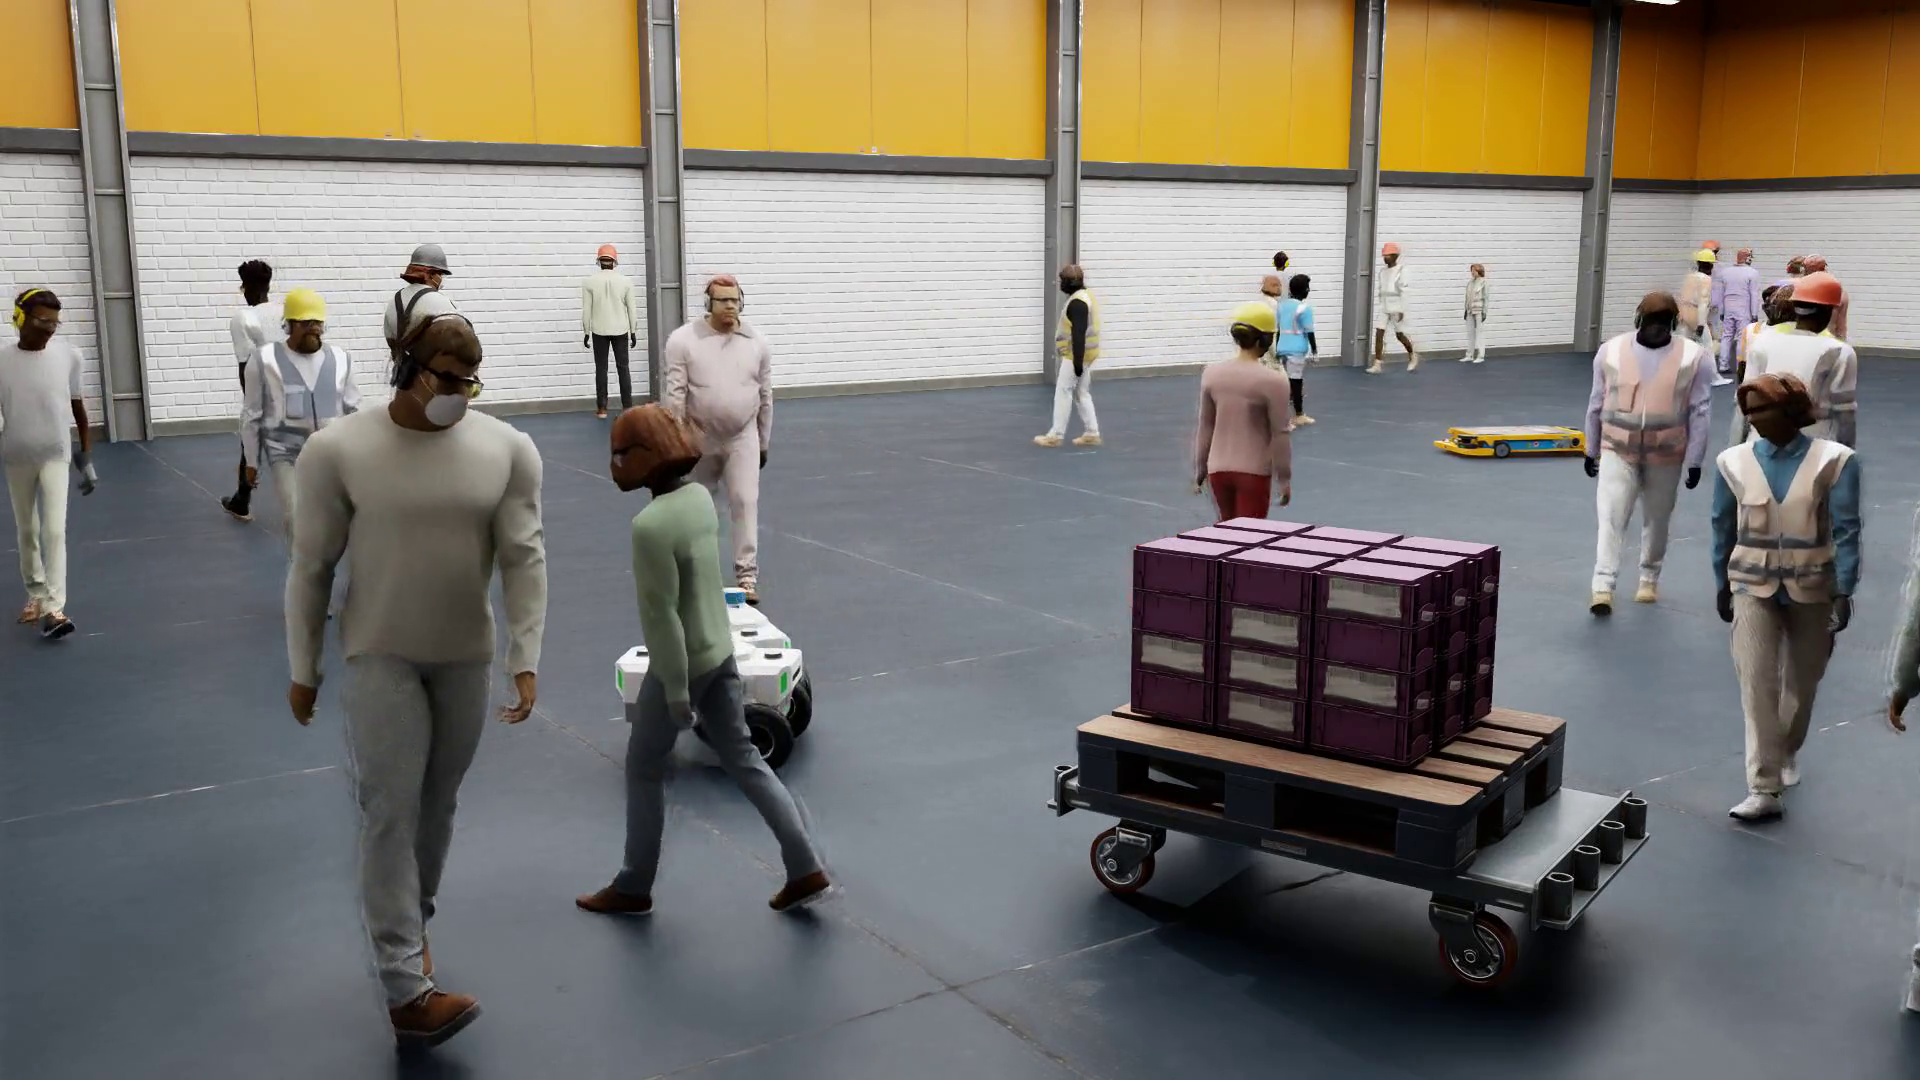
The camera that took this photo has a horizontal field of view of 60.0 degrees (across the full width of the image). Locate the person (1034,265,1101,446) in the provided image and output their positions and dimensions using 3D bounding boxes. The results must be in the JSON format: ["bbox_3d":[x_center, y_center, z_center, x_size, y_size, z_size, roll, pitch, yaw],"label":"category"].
[{"bbox_3d":[1.078,-1.815,16.480,0.580,1.812,0.657,2,11,12],"label":"person"}]

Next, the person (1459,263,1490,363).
[{"bbox_3d":[8.542,-3.750,27.532,0.310,1.638,0.523,-5,11,-24],"label":"person"}]

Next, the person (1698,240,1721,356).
[{"bbox_3d":[12.485,-3.980,27.727,0.492,2.024,0.626,8,13,37],"label":"person"}]

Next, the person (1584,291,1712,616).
[{"bbox_3d":[3.786,-0.476,9.201,0.647,1.780,0.967,5,11,25],"label":"person"}]

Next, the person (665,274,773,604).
[{"bbox_3d":[-1.402,-0.617,9.723,0.635,1.870,0.960,-3,11,-14],"label":"person"}]

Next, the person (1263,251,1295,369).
[{"bbox_3d":[4.595,-3.211,23.938,0.519,1.874,0.327,4,11,19],"label":"person"}]

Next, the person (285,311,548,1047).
[{"bbox_3d":[-1.383,0.350,4.391,0.655,1.880,0.877,-7,12,-33],"label":"person"}]

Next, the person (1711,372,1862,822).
[{"bbox_3d":[2.999,0.178,6.079,0.515,1.587,0.800,6,12,31],"label":"person"}]

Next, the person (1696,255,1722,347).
[{"bbox_3d":[13.716,-4.355,30.490,0.527,1.772,0.306,1,10,7],"label":"person"}]

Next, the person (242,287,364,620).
[{"bbox_3d":[-3.488,-0.451,8.997,0.621,1.795,0.844,-8,13,-39],"label":"person"}]

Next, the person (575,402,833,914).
[{"bbox_3d":[-0.770,0.379,5.005,0.789,1.594,0.521,3,11,17],"label":"person"}]

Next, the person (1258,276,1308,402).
[{"bbox_3d":[3.909,-2.506,20.863,0.881,1.583,0.518,-2,10,-9],"label":"person"}]

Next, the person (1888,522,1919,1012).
[{"bbox_3d":[2.889,0.410,4.537,0.874,1.694,0.512,-7,13,-35],"label":"person"}]

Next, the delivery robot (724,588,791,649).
[{"bbox_3d":[-0.981,0.450,7.222,0.477,0.478,0.707,-4,11,-22],"label":"delivery robot"}]

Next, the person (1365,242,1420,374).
[{"bbox_3d":[6.649,-3.542,25.398,0.943,2.013,0.618,-8,13,-36],"label":"person"}]

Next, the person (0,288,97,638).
[{"bbox_3d":[-4.865,-0.404,8.730,0.571,1.802,0.981,-5,12,-27],"label":"person"}]

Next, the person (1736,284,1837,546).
[{"bbox_3d":[5.136,-0.670,10.253,0.645,1.800,0.952,-1,10,-4],"label":"person"}]

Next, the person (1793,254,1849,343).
[{"bbox_3d":[8.196,-1.799,16.091,0.643,1.913,0.411,3,11,14],"label":"person"}]

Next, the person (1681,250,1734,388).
[{"bbox_3d":[10.250,-3.027,22.861,0.898,1.888,0.617,-1,10,-3],"label":"person"}]

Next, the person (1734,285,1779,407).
[{"bbox_3d":[6.428,-1.168,13.222,0.540,1.696,0.316,10,14,44],"label":"person"}]

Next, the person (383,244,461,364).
[{"bbox_3d":[-3.876,-1.175,12.313,0.676,2.000,0.536,7,12,34],"label":"person"}]

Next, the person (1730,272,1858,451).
[{"bbox_3d":[4.493,-0.477,8.905,0.978,1.882,0.565,-9,14,-41],"label":"person"}]

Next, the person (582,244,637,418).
[{"bbox_3d":[-4.040,-2.406,19.188,0.621,1.992,0.397,-3,11,-15],"label":"person"}]

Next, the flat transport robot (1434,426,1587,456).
[{"bbox_3d":[5.369,-0.959,15.984,1.431,0.197,0.652,-2,10,-8],"label":"flat transport robot"}]

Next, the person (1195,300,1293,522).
[{"bbox_3d":[1.468,-0.351,8.571,0.556,1.750,0.395,10,14,43],"label":"person"}]

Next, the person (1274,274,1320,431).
[{"bbox_3d":[3.685,-2.010,17.881,0.727,1.665,0.555,-5,11,-24],"label":"person"}]

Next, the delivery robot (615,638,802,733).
[{"bbox_3d":[-1.000,0.558,6.634,0.707,0.478,0.477,1,10,5],"label":"delivery robot"}]

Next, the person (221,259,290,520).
[{"bbox_3d":[-4.996,-1.059,12.036,1.007,1.913,0.598,7,12,34],"label":"person"}]

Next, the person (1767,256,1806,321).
[{"bbox_3d":[10.043,-2.497,20.094,0.565,1.847,0.396,7,13,35],"label":"person"}]

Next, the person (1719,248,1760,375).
[{"bbox_3d":[11.812,-3.454,25.179,0.401,1.906,0.649,-6,12,-28],"label":"person"}]
